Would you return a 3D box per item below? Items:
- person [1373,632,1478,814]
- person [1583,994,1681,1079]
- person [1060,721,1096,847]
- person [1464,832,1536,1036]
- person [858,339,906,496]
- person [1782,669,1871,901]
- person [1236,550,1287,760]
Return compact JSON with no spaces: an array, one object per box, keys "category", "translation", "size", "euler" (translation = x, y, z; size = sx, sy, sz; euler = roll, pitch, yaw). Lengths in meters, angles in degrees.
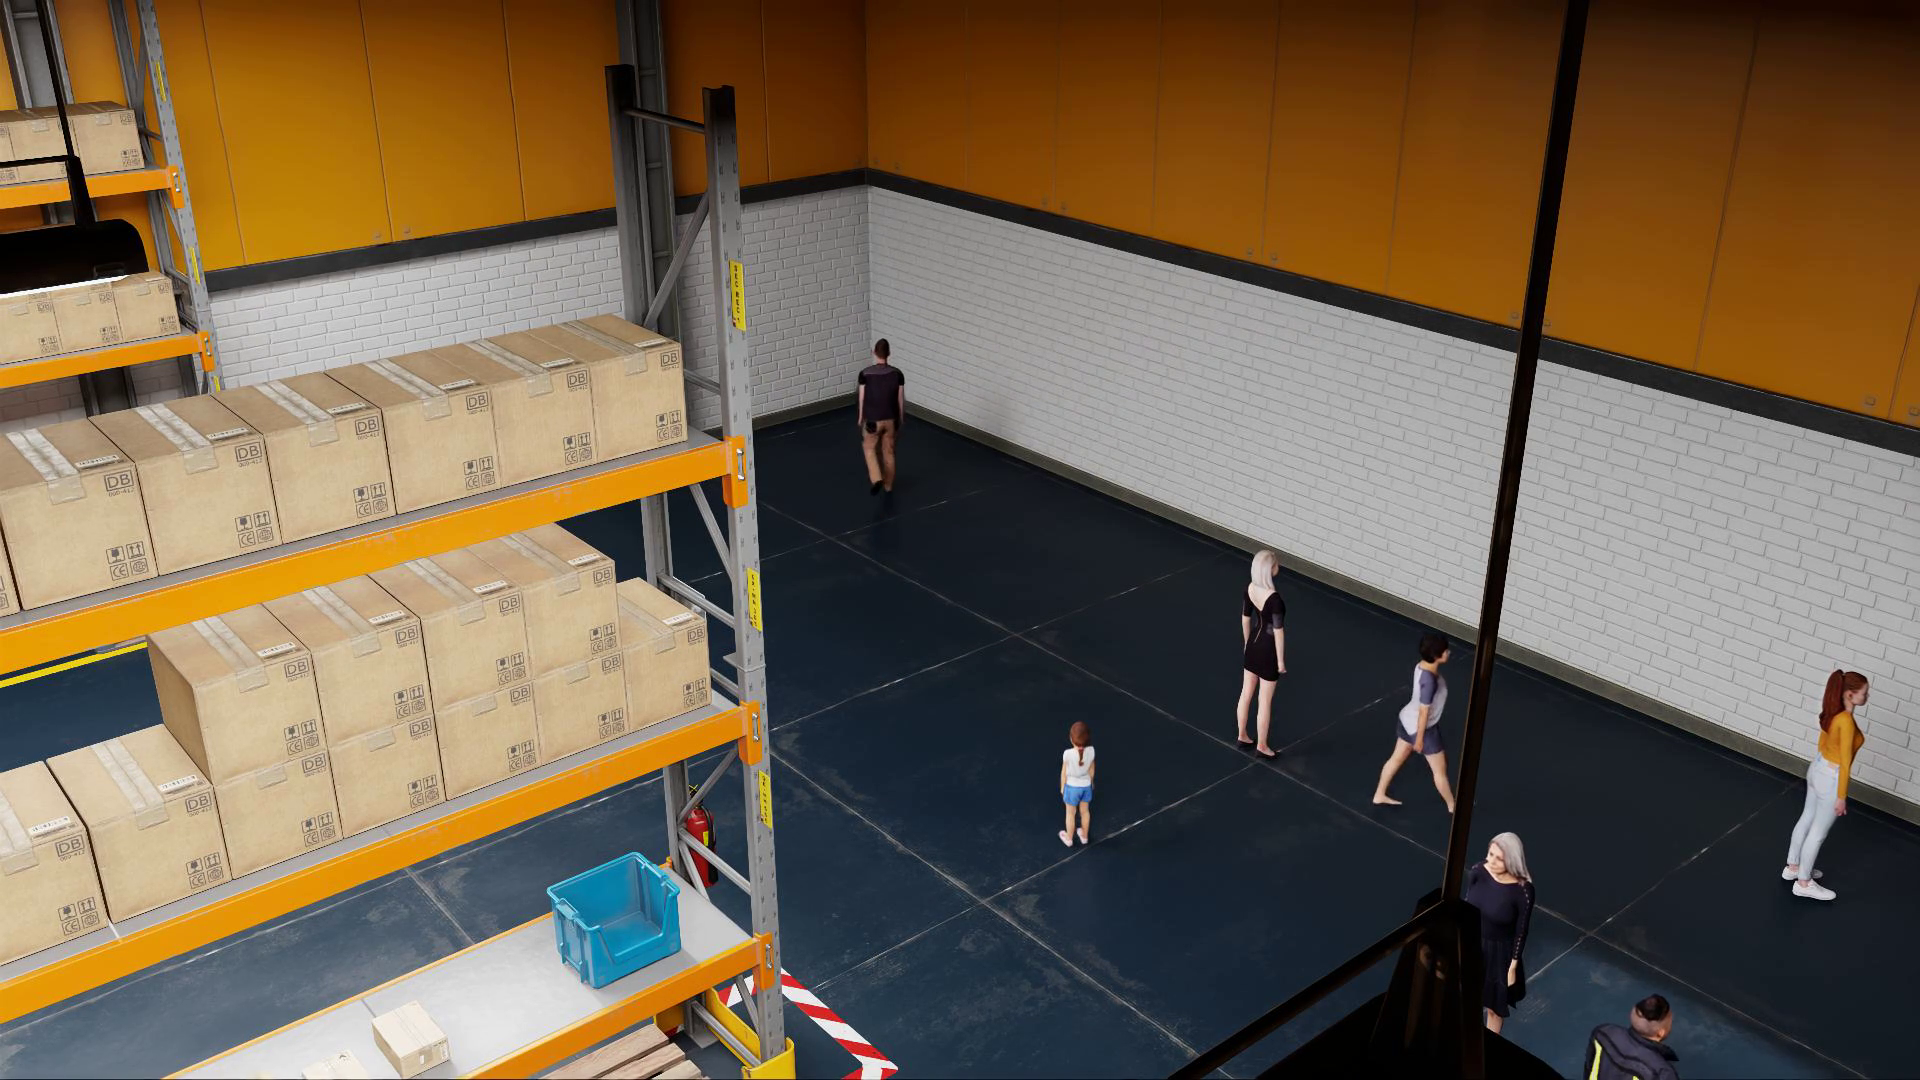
[{"category":"person","translation":[3.451,1.416,12.700],"size":[1.045,1.517,0.989],"euler":[2,24,4]},{"category":"person","translation":[3.337,3.086,8.481],"size":[1.230,1.837,0.976],"euler":[-9,25,-20]},{"category":"person","translation":[0.878,1.817,12.404],"size":[0.427,1.019,0.524],"euler":[-8,25,-17]},{"category":"person","translation":[3.158,2.496,9.943],"size":[0.552,1.746,0.589],"euler":[-20,30,-38]},{"category":"person","translation":[-0.876,-1.330,18.597],"size":[0.933,1.825,0.959],"euler":[-4,24,-10]},{"category":"person","translation":[6.128,1.706,11.748],"size":[0.737,1.749,0.664],"euler":[4,24,8]},{"category":"person","translation":[2.441,0.921,13.443],"size":[0.524,1.830,0.596],"euler":[-15,28,-31]}]
